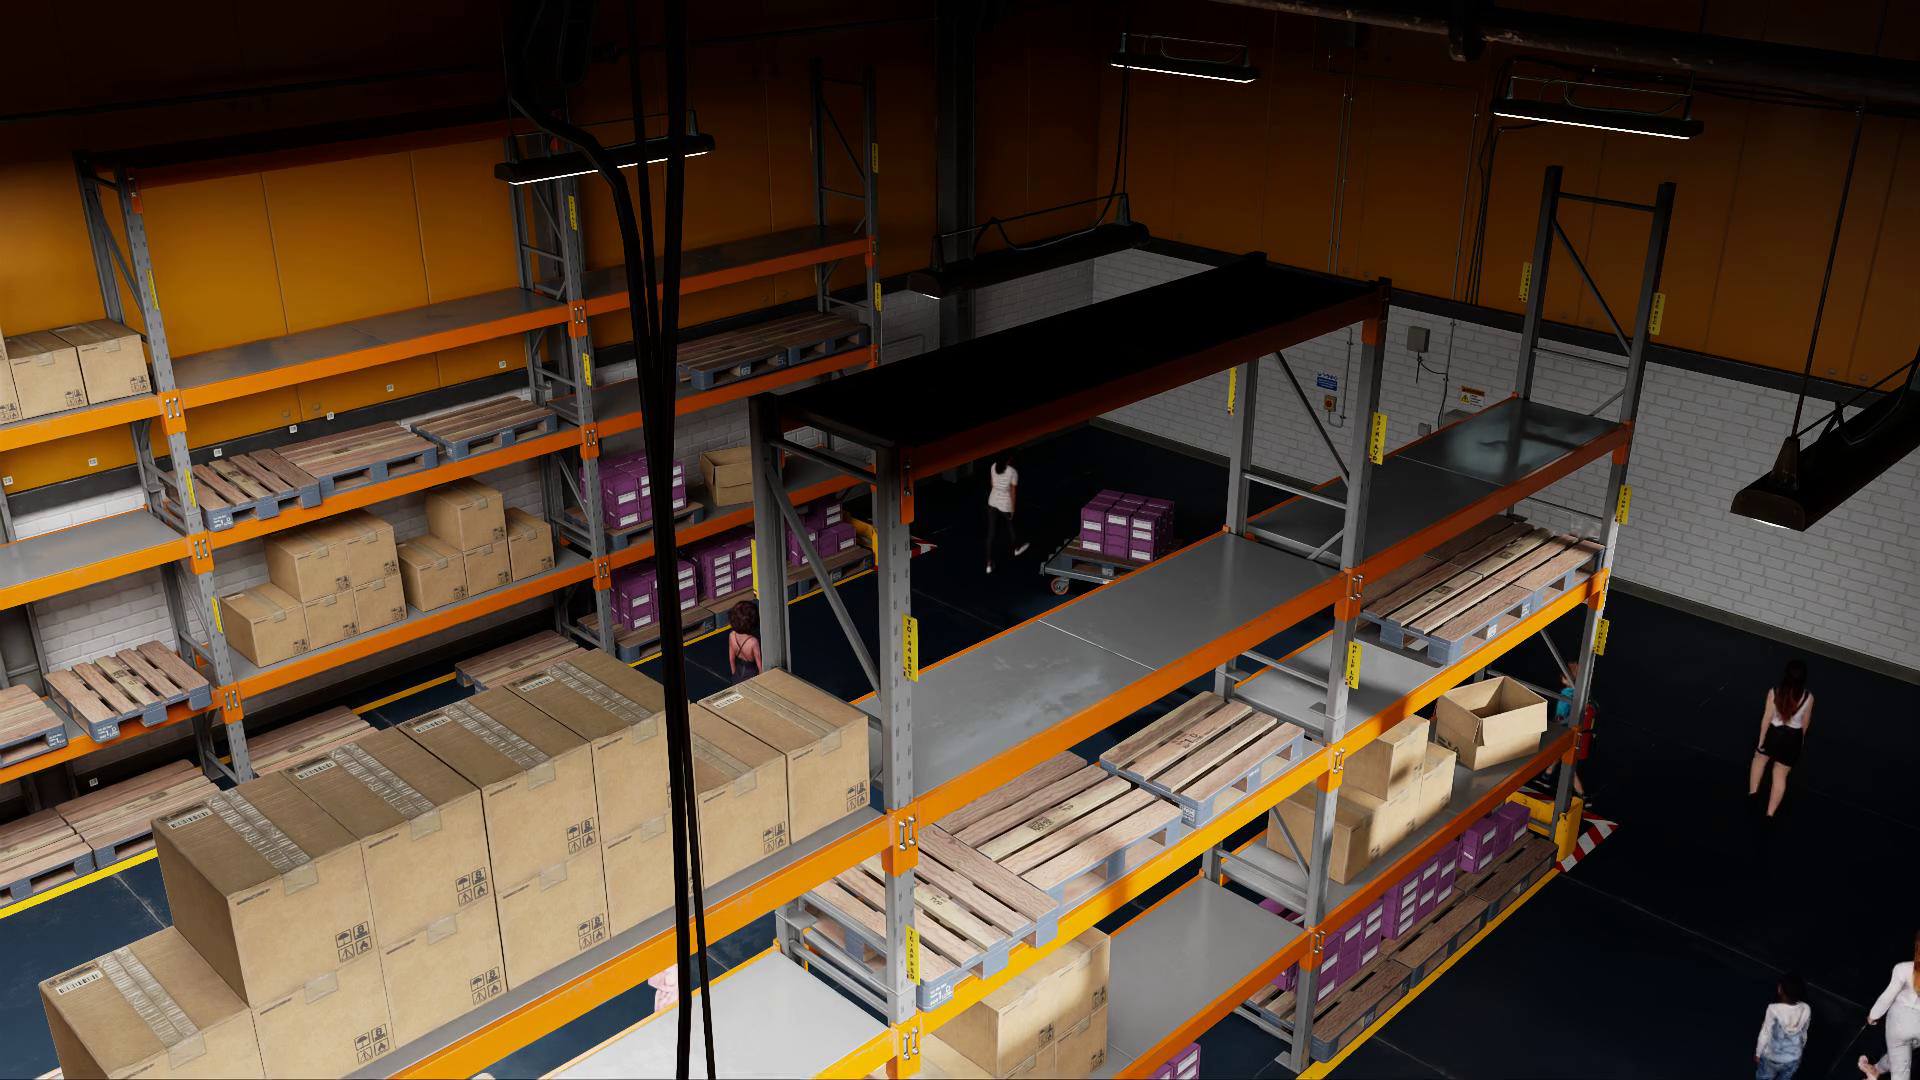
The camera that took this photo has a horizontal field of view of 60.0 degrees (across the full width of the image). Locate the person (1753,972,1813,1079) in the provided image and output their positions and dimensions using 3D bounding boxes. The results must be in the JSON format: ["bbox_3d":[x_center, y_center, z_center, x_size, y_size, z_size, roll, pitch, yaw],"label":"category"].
[{"bbox_3d":[5.738,3.596,11.585,0.723,1.250,0.776,0,24,0],"label":"person"}]

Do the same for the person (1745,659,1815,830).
[{"bbox_3d":[7.441,1.877,15.045,0.757,1.628,0.893,8,25,18],"label":"person"}]

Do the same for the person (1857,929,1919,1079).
[{"bbox_3d":[6.508,3.450,11.351,1.090,1.705,1.172,1,24,2],"label":"person"}]

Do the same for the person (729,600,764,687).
[{"bbox_3d":[-2.026,1.410,15.915,0.608,1.788,0.589,15,28,31],"label":"person"}]

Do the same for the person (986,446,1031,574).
[{"bbox_3d":[0.473,-0.353,20.192,0.786,1.593,1.121,12,26,25],"label":"person"}]

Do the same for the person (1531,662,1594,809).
[{"bbox_3d":[5.699,1.823,15.433,0.891,1.418,0.630,-20,30,-38],"label":"person"}]
